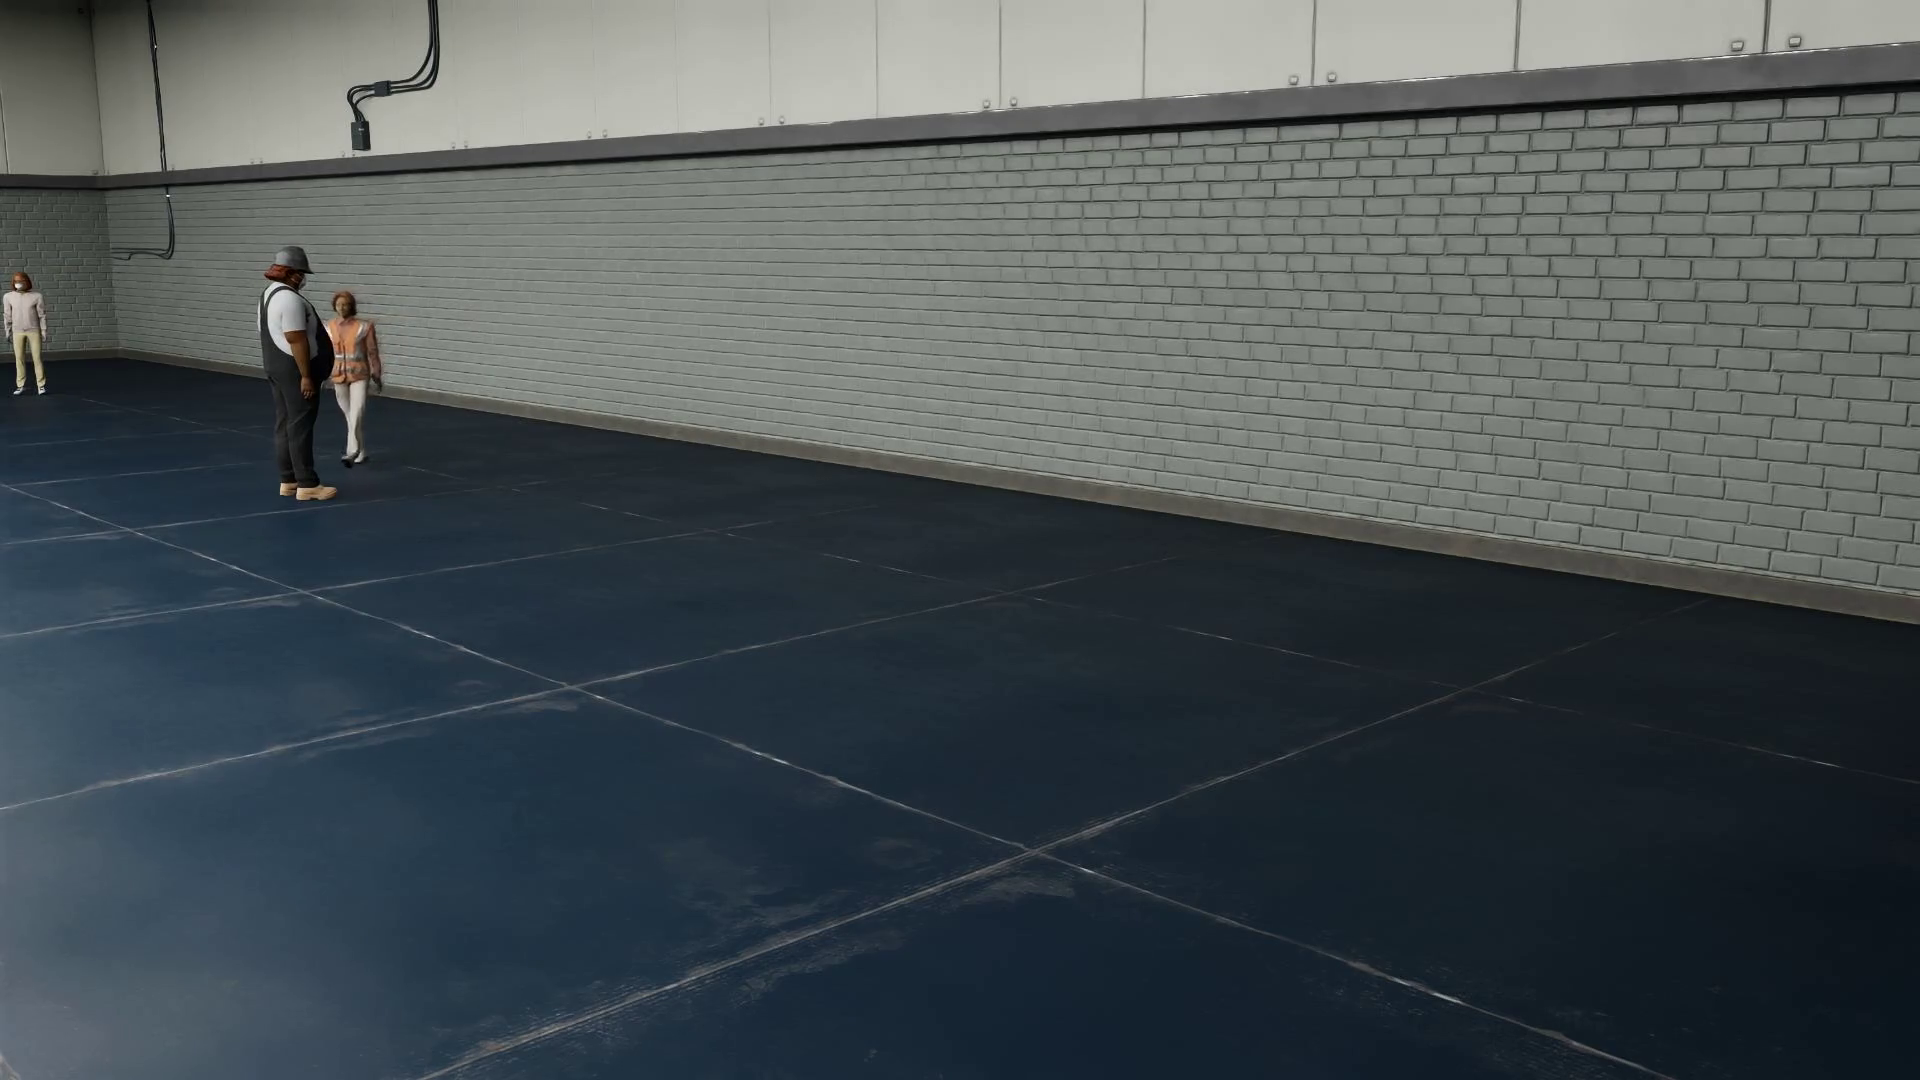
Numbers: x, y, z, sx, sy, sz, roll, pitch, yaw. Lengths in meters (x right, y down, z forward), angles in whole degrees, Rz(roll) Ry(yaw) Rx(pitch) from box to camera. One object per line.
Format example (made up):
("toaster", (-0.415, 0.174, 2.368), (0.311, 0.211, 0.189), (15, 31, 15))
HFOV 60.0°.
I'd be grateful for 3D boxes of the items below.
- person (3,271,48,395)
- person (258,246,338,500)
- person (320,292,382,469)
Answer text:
("person", (-12.438, -2.754, 22.157), (0.506, 1.631, 0.277), (-3, 11, -18))
("person", (-5.346, -1.344, 13.475), (0.537, 2.000, 0.678), (-9, 14, -41))
("person", (-5.581, -1.456, 15.167), (0.539, 1.588, 0.879), (0, 10, 0))
